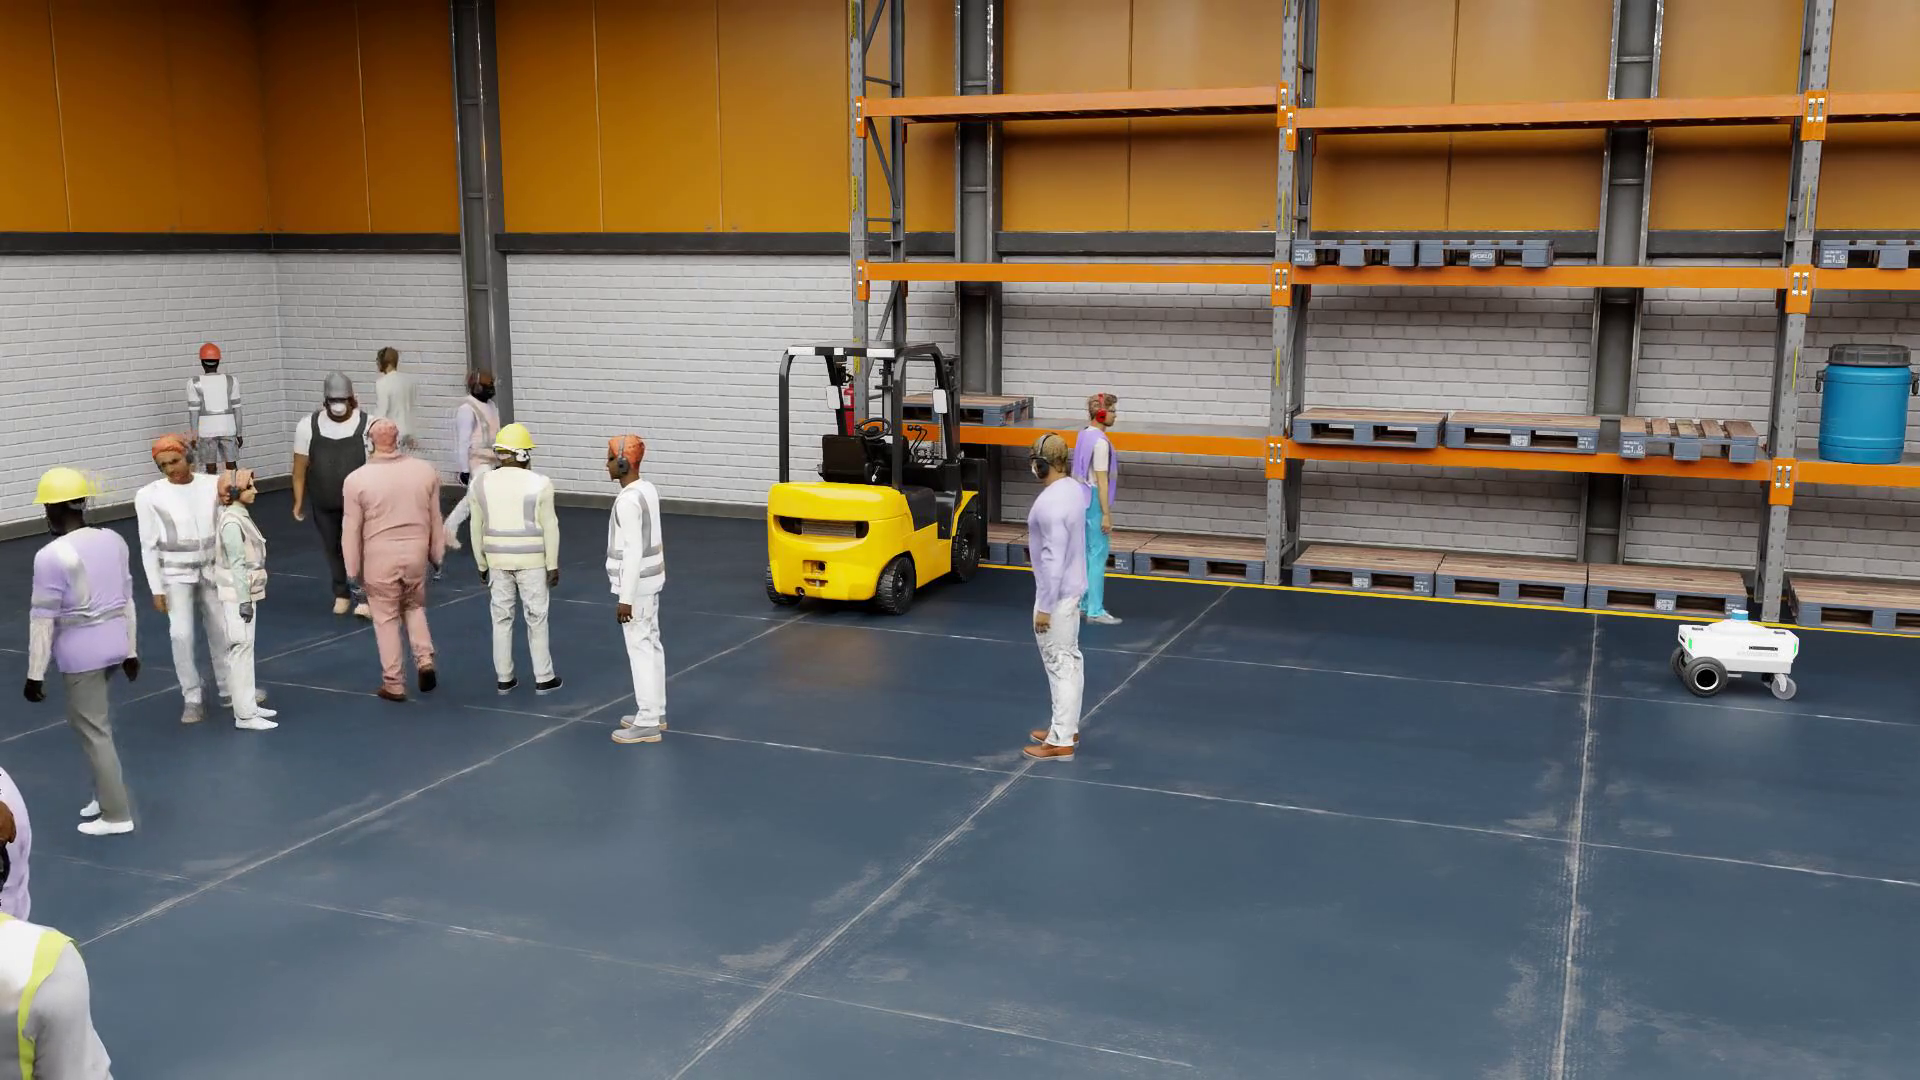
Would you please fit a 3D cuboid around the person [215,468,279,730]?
[{"bbox_3d":[-4.481,0.366,10.401,0.308,1.641,0.511,-4,11,-22],"label":"person"}]

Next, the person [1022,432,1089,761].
[{"bbox_3d":[0.557,0.334,9.753,0.379,1.937,0.629,3,11,15],"label":"person"}]

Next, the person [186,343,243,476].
[{"bbox_3d":[-8.123,-1.177,18.159,0.542,1.939,0.361,-7,12,-33],"label":"person"}]

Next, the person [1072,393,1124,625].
[{"bbox_3d":[1.078,-0.247,13.274,0.403,1.839,0.602,-2,10,-11],"label":"person"}]

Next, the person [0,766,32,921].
[{"bbox_3d":[-2.818,1.268,4.660,0.640,1.902,0.402,10,14,44],"label":"person"}]

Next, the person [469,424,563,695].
[{"bbox_3d":[-2.965,0.135,11.156,0.591,1.829,0.404,1,10,6],"label":"person"}]

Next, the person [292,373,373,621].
[{"bbox_3d":[-4.973,-0.359,13.322,0.704,2.000,0.983,-2,10,-9],"label":"person"}]

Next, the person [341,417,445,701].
[{"bbox_3d":[-3.751,0.133,10.984,0.672,1.892,0.418,-9,14,-42],"label":"person"}]

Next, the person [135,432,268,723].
[{"bbox_3d":[-4.813,0.225,10.609,0.343,1.862,0.776,8,13,39],"label":"person"}]

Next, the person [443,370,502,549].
[{"bbox_3d":[-4.747,-0.764,16.259,0.928,1.809,0.637,1,10,6],"label":"person"}]

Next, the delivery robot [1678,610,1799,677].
[{"bbox_3d":[5.245,0.715,11.218,0.707,0.478,0.477,2,10,12],"label":"delivery robot"}]

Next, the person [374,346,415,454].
[{"bbox_3d":[-6.014,-1.124,17.907,0.723,1.924,0.628,1,10,6],"label":"person"}]

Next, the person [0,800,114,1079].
[{"bbox_3d":[-2.196,1.456,3.762,0.632,1.842,0.429,0,10,2],"label":"person"}]

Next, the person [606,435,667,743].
[{"bbox_3d":[-1.972,0.293,10.122,0.342,1.882,0.579,0,10,2],"label":"person"}]

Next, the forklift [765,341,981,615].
[{"bbox_3d":[-0.739,-0.602,14.246,1.214,2.155,2.313,4,11,21],"label":"forklift"}]

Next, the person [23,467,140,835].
[{"bbox_3d":[-4.508,0.581,8.470,0.576,1.908,0.587,1,10,6],"label":"person"}]
